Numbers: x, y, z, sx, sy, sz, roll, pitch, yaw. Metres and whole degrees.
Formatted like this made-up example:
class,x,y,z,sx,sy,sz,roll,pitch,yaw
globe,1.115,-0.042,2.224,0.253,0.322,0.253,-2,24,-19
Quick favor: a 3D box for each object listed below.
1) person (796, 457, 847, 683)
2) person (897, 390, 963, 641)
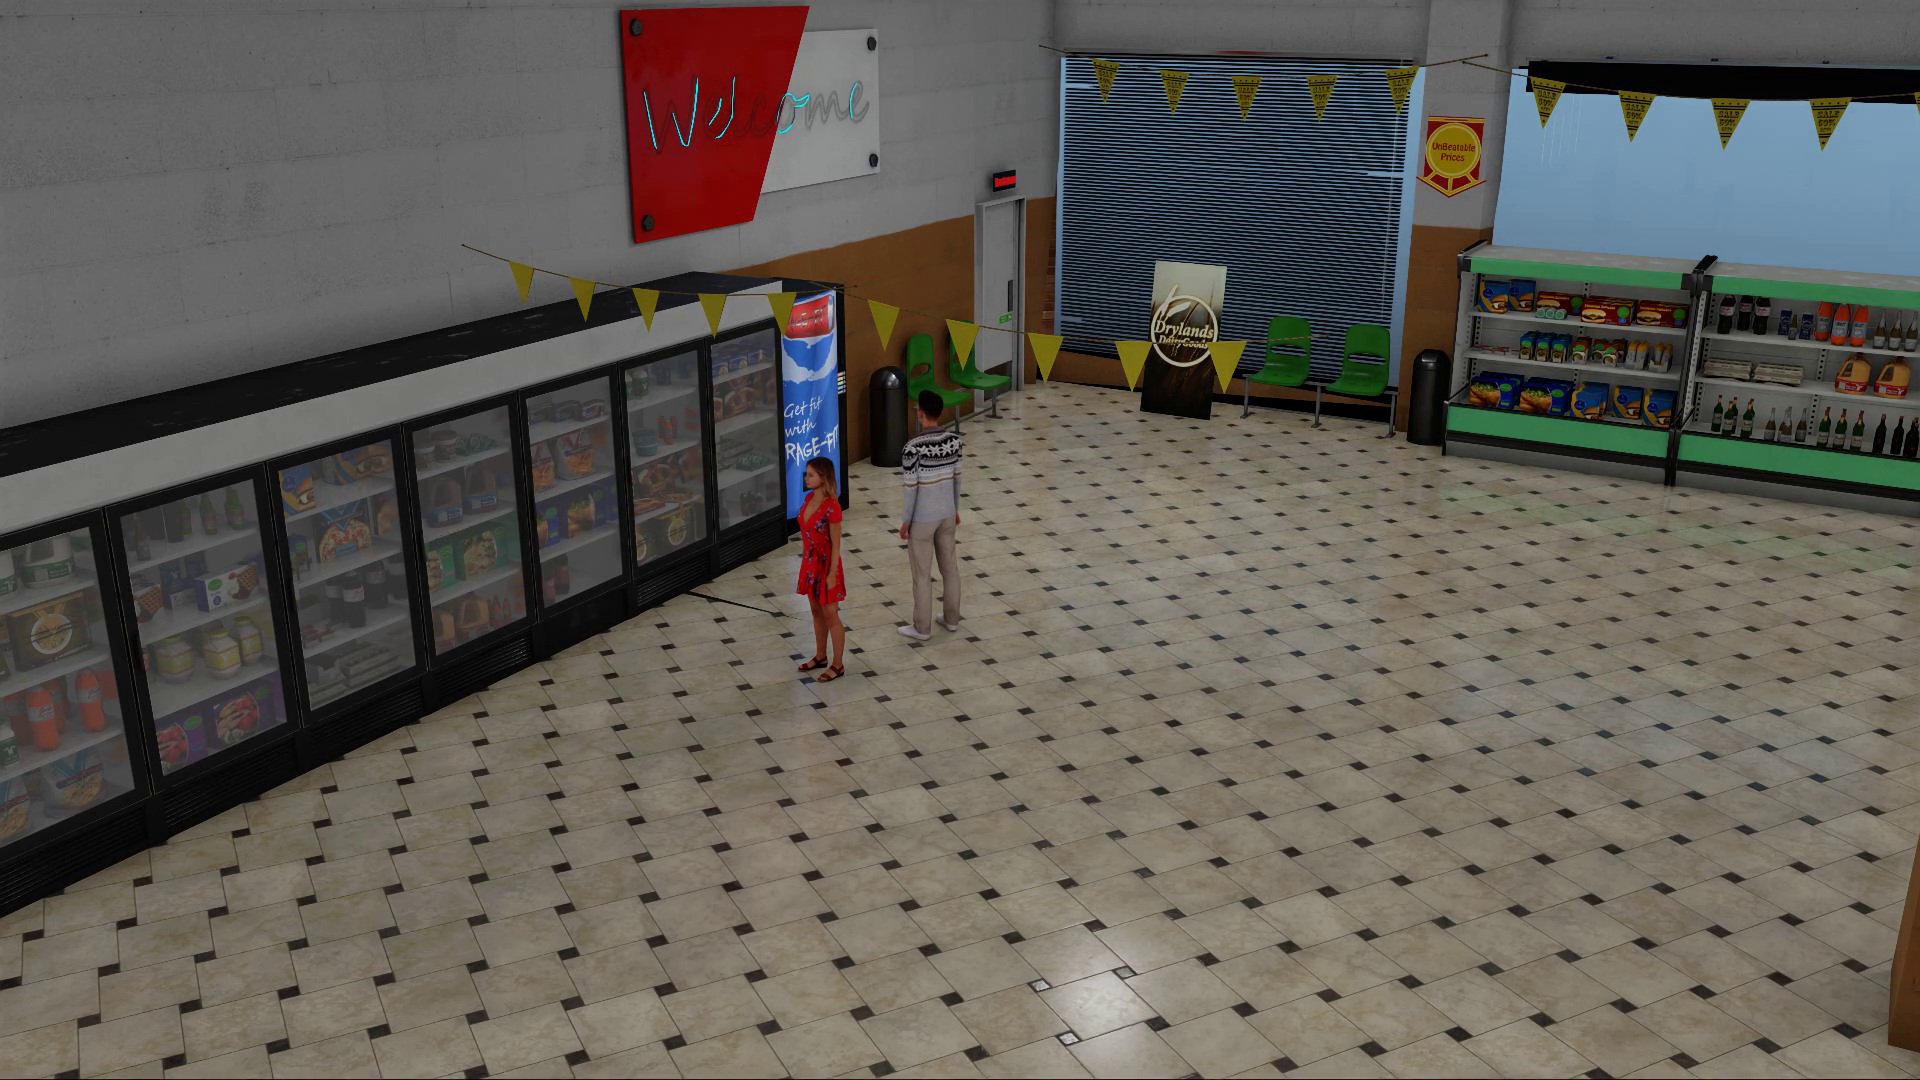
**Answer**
class,x,y,z,sx,sy,sz,roll,pitch,yaw
person,-0.947,0.190,11.521,0.707,1.593,0.600,-13,23,-34
person,-0.206,-0.186,12.215,0.753,1.861,0.701,-15,24,-37
